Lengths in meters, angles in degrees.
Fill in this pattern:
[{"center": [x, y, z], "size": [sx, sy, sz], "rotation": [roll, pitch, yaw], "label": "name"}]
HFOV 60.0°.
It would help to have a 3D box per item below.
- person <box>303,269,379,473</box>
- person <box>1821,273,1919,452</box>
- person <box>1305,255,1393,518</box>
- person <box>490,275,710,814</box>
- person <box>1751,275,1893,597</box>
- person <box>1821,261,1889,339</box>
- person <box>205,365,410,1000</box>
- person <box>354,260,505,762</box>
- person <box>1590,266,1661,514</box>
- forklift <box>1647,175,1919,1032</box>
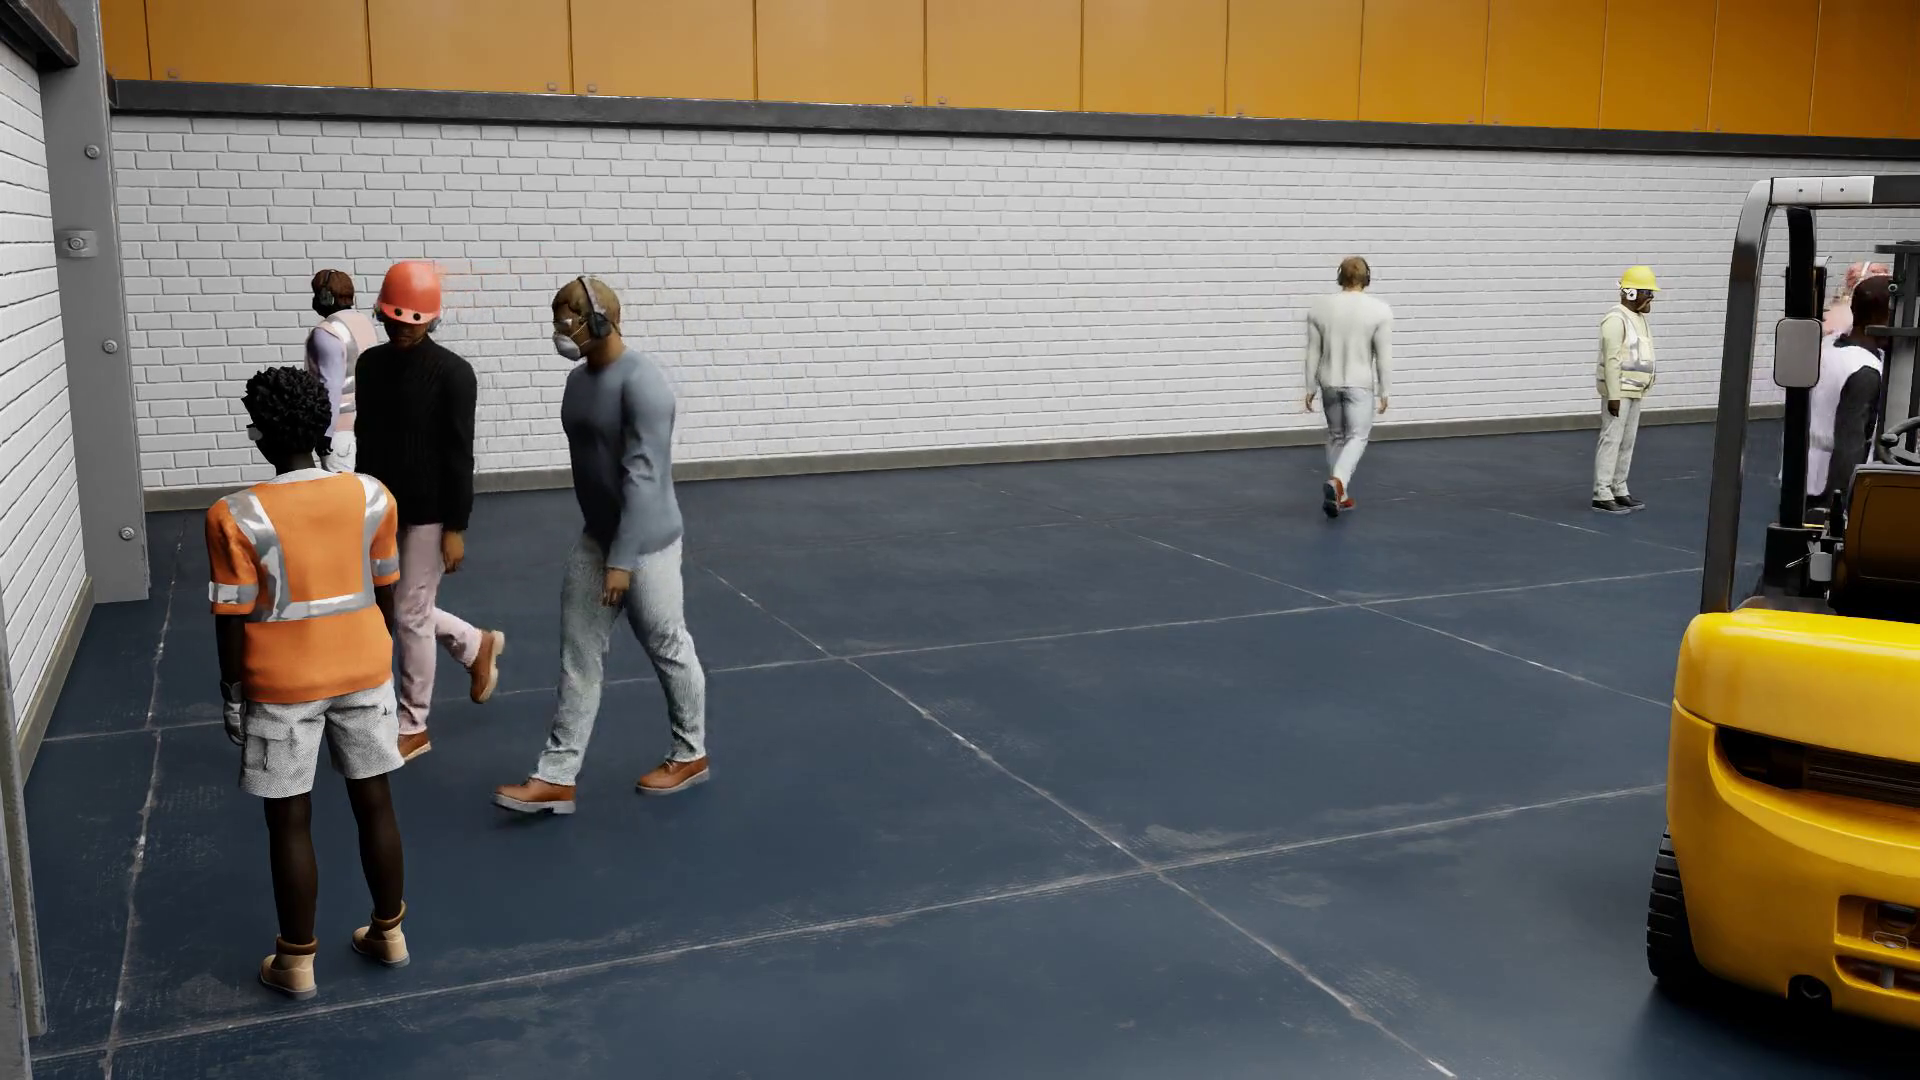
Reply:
[{"center": [-3.686, -0.681, 9.906], "size": [0.429, 1.842, 0.635], "rotation": [1, 10, 3], "label": "person"}, {"center": [4.535, -0.395, 8.311], "size": [0.964, 1.843, 0.659], "rotation": [-8, 13, -36], "label": "person"}, {"center": [2.780, -1.097, 12.032], "size": [0.636, 1.917, 0.825], "rotation": [6, 12, 31], "label": "person"}, {"center": [-1.252, 0.036, 5.823], "size": [0.931, 1.883, 0.637], "rotation": [-10, 14, -43], "label": "person"}, {"center": [3.906, -0.208, 7.225], "size": [0.992, 1.860, 0.611], "rotation": [1, 10, 8], "label": "person"}, {"center": [5.410, -0.753, 10.193], "size": [0.396, 1.889, 0.681], "rotation": [3, 11, 14], "label": "person"}, {"center": [-1.734, 0.382, 4.465], "size": [0.320, 1.694, 0.532], "rotation": [10, 14, 42], "label": "person"}, {"center": [-2.070, -0.115, 6.527], "size": [0.634, 1.947, 0.713], "rotation": [6, 12, 31], "label": "person"}, {"center": [4.929, -1.107, 12.316], "size": [0.403, 1.825, 0.597], "rotation": [9, 14, 42], "label": "person"}, {"center": [2.810, 0.094, 4.662], "size": [1.214, 2.155, 2.313], "rotation": [7, 12, 34], "label": "forklift"}]
